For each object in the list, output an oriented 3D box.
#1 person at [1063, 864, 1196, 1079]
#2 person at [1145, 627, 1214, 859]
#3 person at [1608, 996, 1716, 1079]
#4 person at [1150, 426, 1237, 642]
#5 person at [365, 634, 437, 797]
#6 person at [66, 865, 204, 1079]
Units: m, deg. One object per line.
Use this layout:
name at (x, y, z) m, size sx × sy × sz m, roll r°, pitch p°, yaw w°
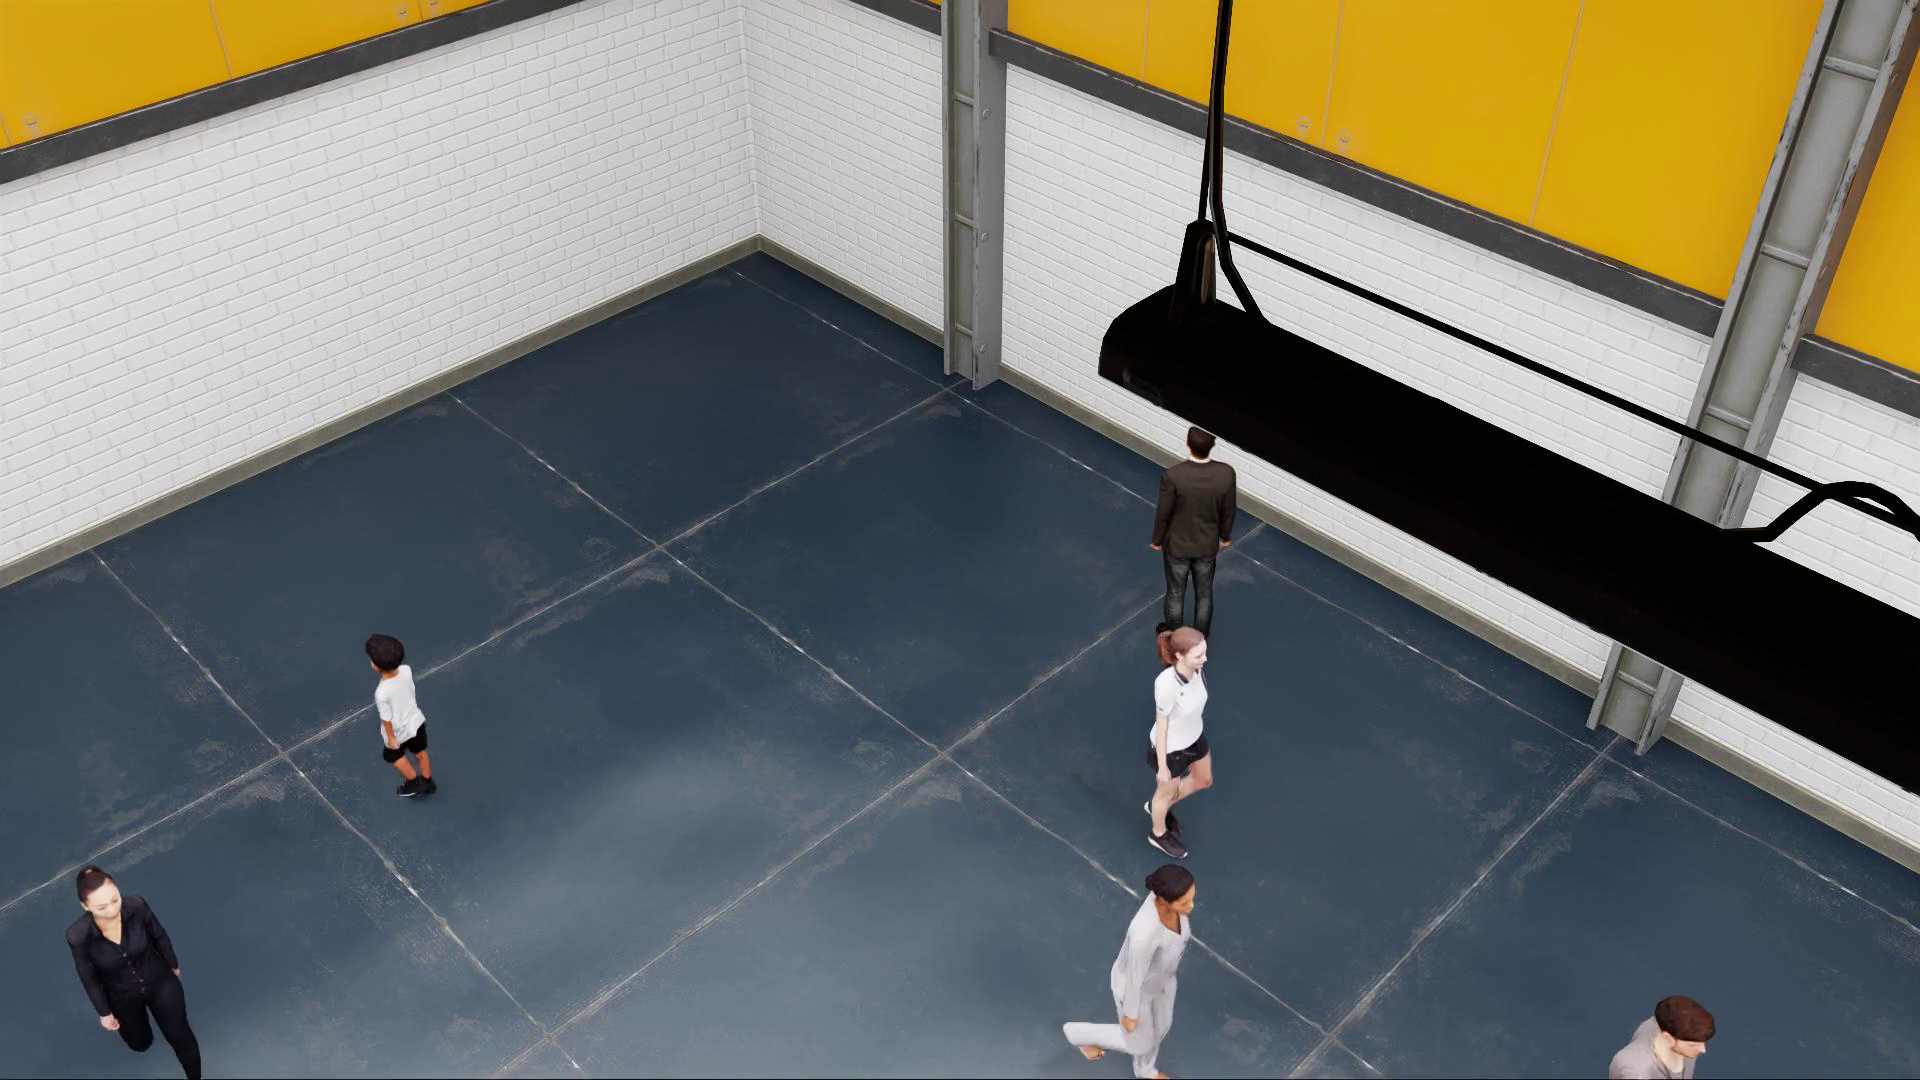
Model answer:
person at (0.855, 2.172, 8.326) m, size 0.880 × 1.709 × 0.711 m, roll 21°, pitch 43°, yaw 24°
person at (1.182, 1.137, 9.594) m, size 0.635 × 1.745 × 0.603 m, roll 26°, pitch 46°, yaw 29°
person at (2.995, 2.634, 7.604) m, size 0.708 × 1.889 × 0.727 m, roll -30°, pitch 48°, yaw -32°
person at (1.534, -0.015, 10.989) m, size 0.751 × 1.803 × 0.777 m, roll -4°, pitch 39°, yaw -5°
person at (-3.320, 1.098, 10.041) m, size 0.592 × 1.248 × 0.569 m, roll 12°, pitch 40°, yaw 15°
person at (-4.122, 2.216, 8.282) m, size 0.599 × 1.695 × 0.910 m, roll -31°, pitch 48°, yaw -33°
